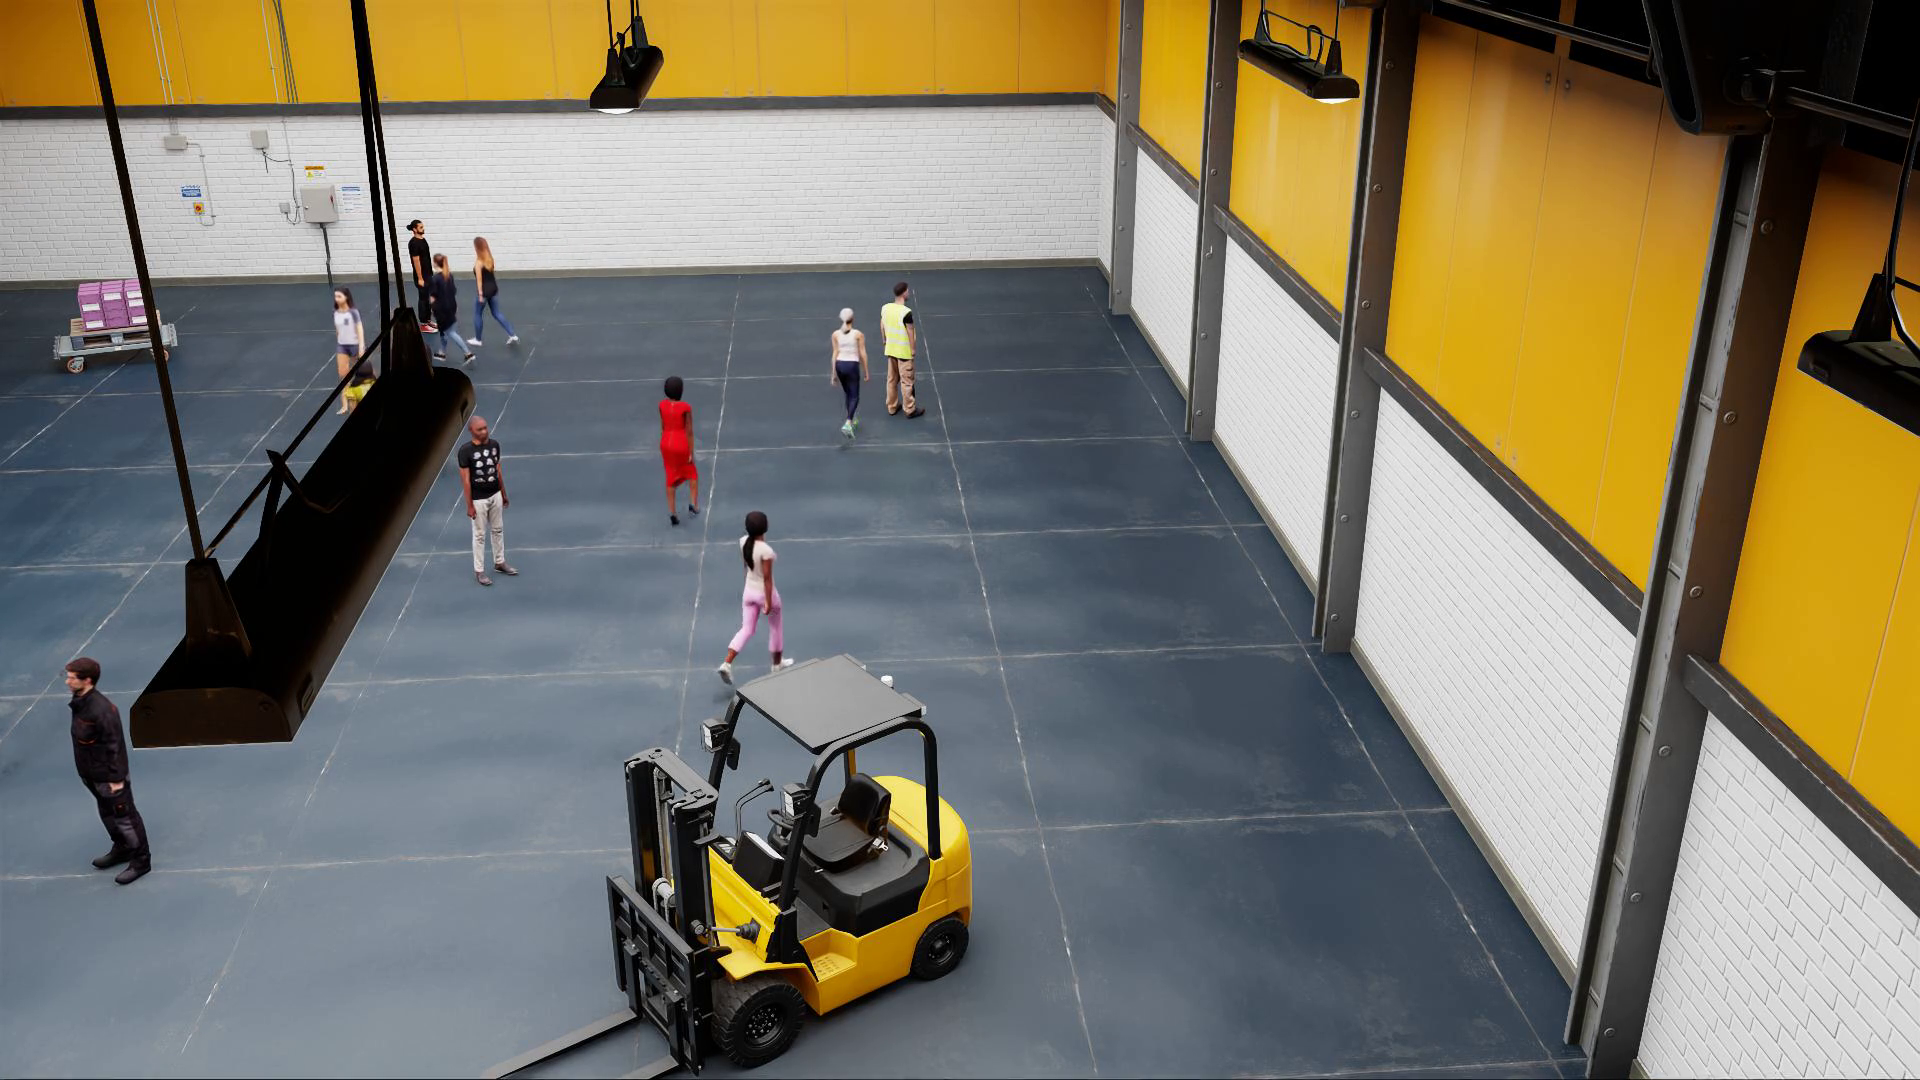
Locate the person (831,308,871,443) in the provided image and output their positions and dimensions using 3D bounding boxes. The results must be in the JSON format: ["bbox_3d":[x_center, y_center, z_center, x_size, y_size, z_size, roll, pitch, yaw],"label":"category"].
[{"bbox_3d":[-1.458,-2.104,21.488,0.859,1.660,1.257,6,24,13],"label":"person"}]

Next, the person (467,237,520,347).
[{"bbox_3d":[-7.080,-3.720,25.150,0.973,1.688,1.070,11,26,23],"label":"person"}]

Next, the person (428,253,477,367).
[{"bbox_3d":[-7.455,-3.330,24.309,1.077,1.647,1.158,11,26,24],"label":"person"}]

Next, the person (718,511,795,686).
[{"bbox_3d":[-1.918,0.560,15.331,1.039,1.710,1.121,18,30,36],"label":"person"}]

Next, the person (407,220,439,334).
[{"bbox_3d":[-8.405,-4.143,26.032,0.694,1.758,0.505,-1,24,-2],"label":"person"}]

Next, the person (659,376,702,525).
[{"bbox_3d":[-3.247,-0.975,18.823,0.718,1.727,0.830,5,24,10],"label":"person"}]

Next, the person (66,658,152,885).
[{"bbox_3d":[-6.439,1.709,12.544,0.774,1.837,0.839,19,30,37],"label":"person"}]

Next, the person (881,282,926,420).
[{"bbox_3d":[-0.791,-2.550,22.276,0.856,1.846,0.912,16,28,33],"label":"person"}]

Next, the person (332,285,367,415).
[{"bbox_3d":[-8.225,-2.617,22.629,0.840,1.686,1.204,6,24,13],"label":"person"}]

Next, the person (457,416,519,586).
[{"bbox_3d":[-5.014,-0.451,17.526,0.813,1.805,0.752,18,30,36],"label":"person"}]

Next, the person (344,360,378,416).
[{"bbox_3d":[-6.933,-1.312,19.695,0.965,1.646,1.059,-11,26,-24],"label":"person"}]
